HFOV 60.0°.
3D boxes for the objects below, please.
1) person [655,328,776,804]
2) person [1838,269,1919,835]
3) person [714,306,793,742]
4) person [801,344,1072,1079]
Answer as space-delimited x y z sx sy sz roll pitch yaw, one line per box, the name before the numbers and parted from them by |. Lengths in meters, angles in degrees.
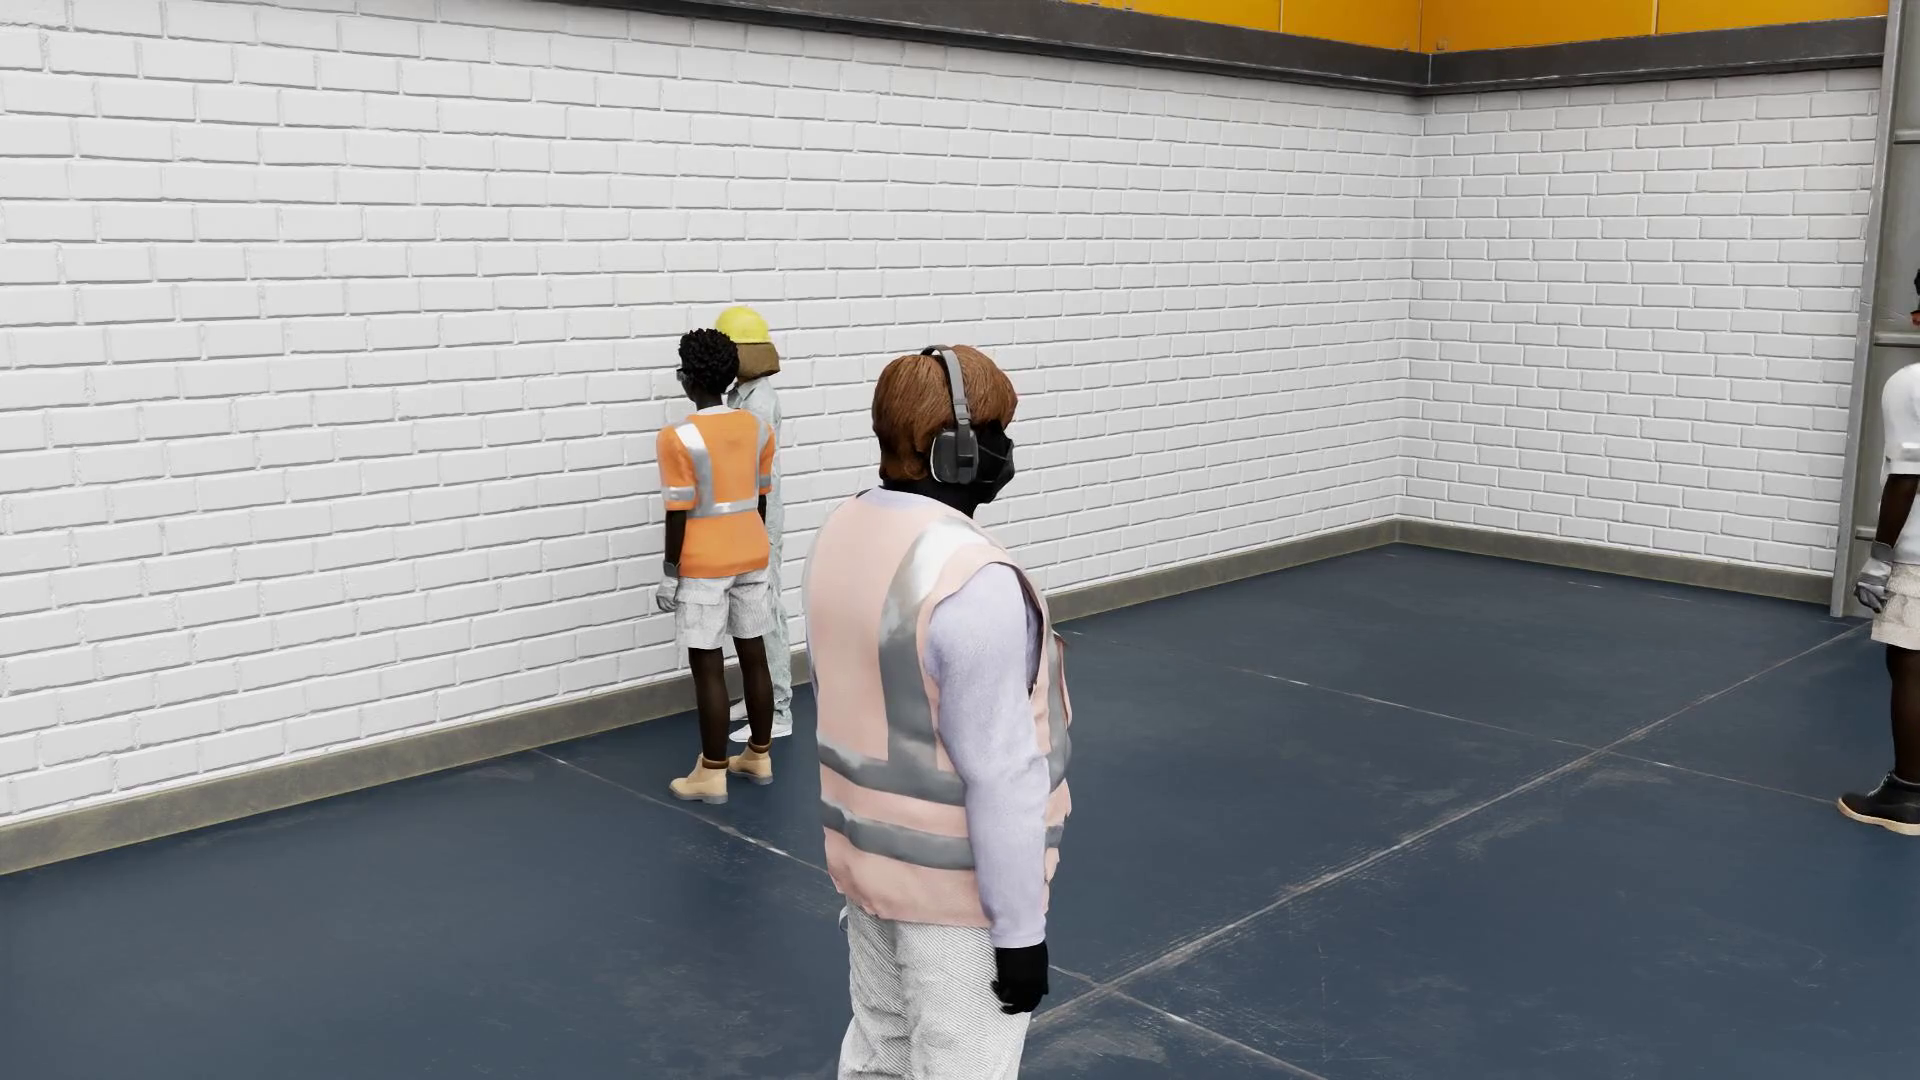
person | -0.873 0.094 5.964 0.322 1.697 0.532 8 13 37
person | 3.313 0.019 5.645 0.613 1.961 0.368 -4 11 -19
person | -0.859 -0.063 6.701 0.304 1.743 0.494 -3 11 -18
person | -0.024 0.584 2.904 0.429 1.844 0.625 -6 12 -30
